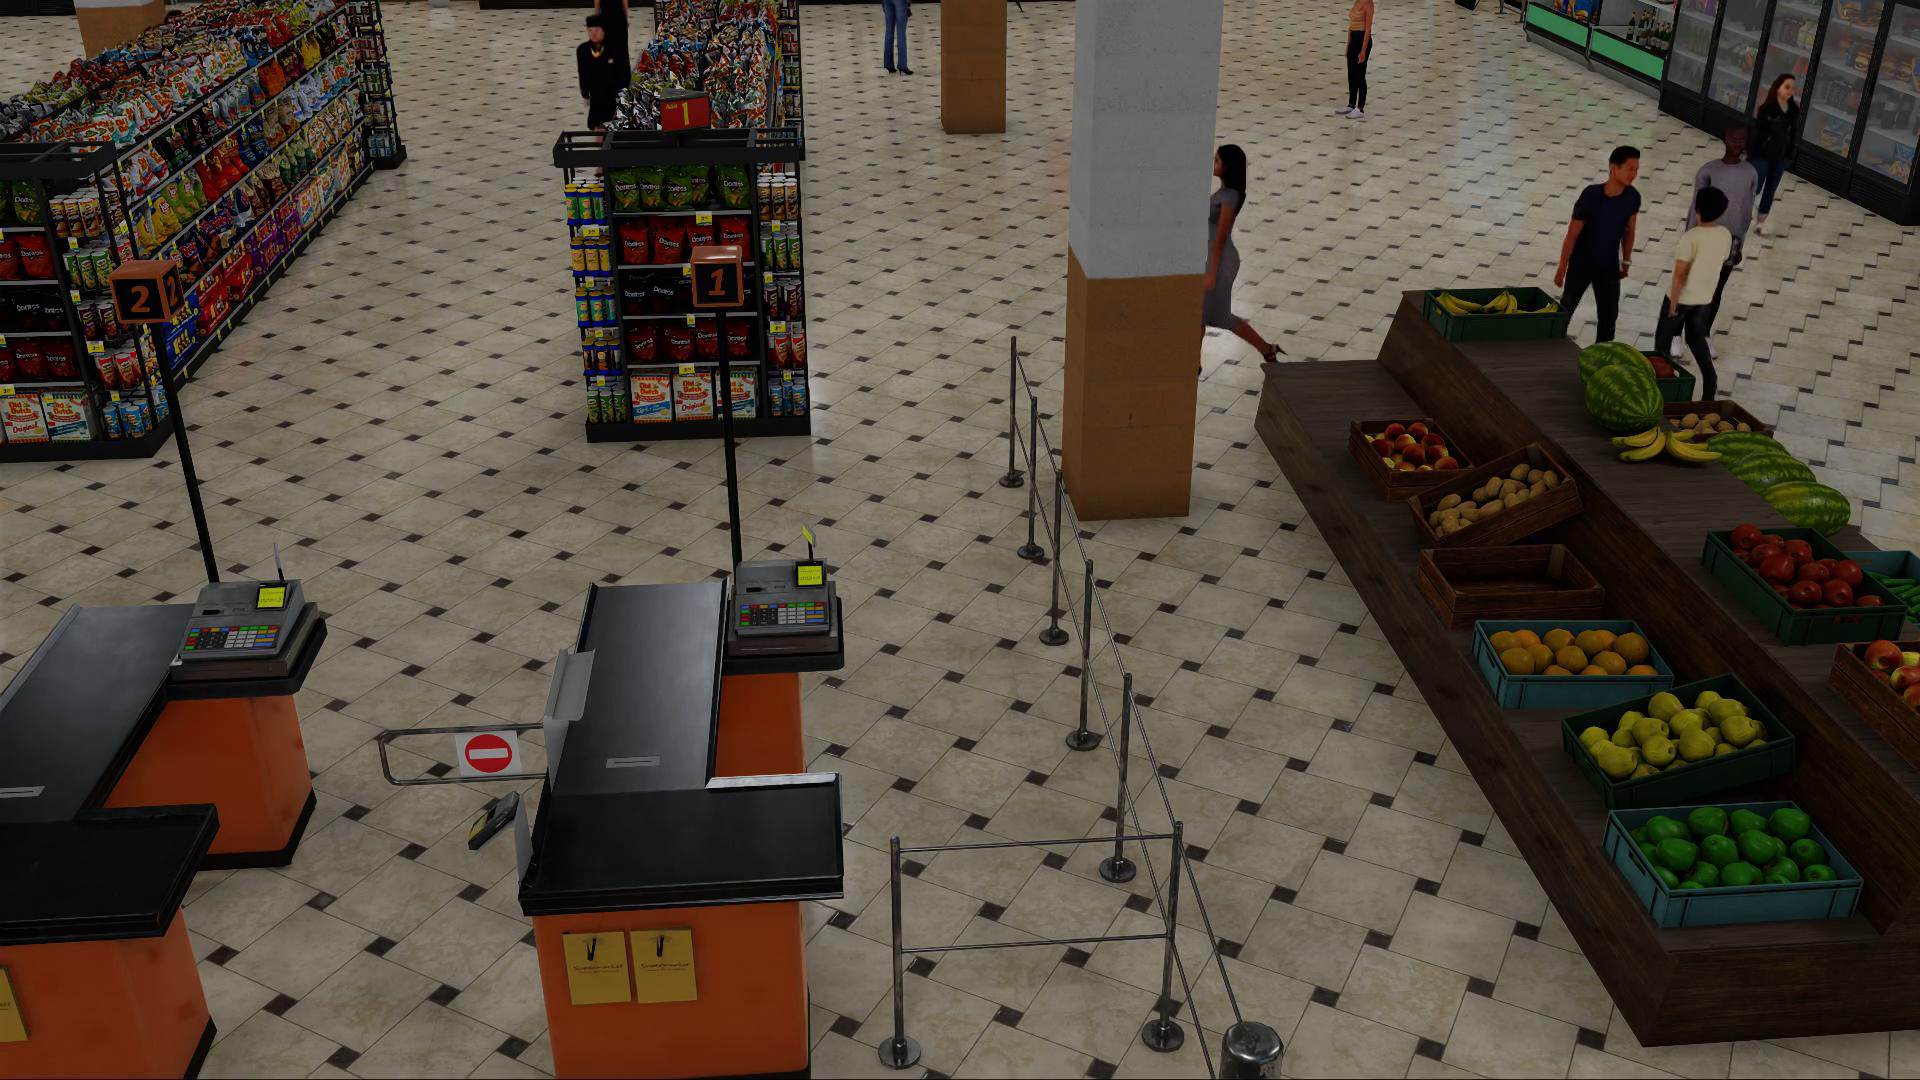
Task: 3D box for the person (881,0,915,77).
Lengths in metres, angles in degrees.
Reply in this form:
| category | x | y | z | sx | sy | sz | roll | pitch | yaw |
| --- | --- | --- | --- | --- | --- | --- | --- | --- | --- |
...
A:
| category | x | y | z | sx | sy | sz | roll | pitch | yaw |
| --- | --- | --- | --- | --- | --- | --- | --- | --- | --- |
| person | -0.850 | -7.092 | 22.035 | 0.695 | 1.795 | 0.750 | 20 | 33 | 34 |

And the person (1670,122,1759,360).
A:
| category | x | y | z | sx | sy | sz | roll | pitch | yaw |
| --- | --- | --- | --- | --- | --- | --- | --- | --- | --- |
| person | 5.675 | -2.254 | 12.520 | 0.640 | 1.772 | 0.578 | 1 | 27 | 3 |

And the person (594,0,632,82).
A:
| category | x | y | z | sx | sy | sz | roll | pitch | yaw |
| --- | --- | --- | --- | --- | --- | --- | --- | --- | --- |
| person | -4.463 | -6.614 | 21.402 | 0.608 | 1.516 | 0.584 | -7 | 28 | -13 |

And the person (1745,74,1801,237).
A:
| category | x | y | z | sx | sy | sz | roll | pitch | yaw |
| --- | --- | --- | --- | --- | --- | --- | --- | --- | --- |
| person | 7.527 | -3.603 | 15.513 | 0.563 | 1.471 | 0.787 | -2 | 27 | -4 |

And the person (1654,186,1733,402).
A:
| category | x | y | z | sx | sy | sz | roll | pitch | yaw |
| --- | --- | --- | --- | --- | --- | --- | --- | --- | --- |
| person | 5.116 | -1.652 | 11.557 | 0.669 | 1.569 | 0.931 | -7 | 28 | -14 |

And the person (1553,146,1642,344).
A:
| category | x | y | z | sx | sy | sz | roll | pitch | yaw |
| --- | --- | --- | --- | --- | --- | --- | --- | --- | --- |
| person | 4.564 | -1.997 | 12.048 | 0.740 | 1.741 | 1.011 | 1 | 27 | 2 |

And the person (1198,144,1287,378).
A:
| category | x | y | z | sx | sy | sz | roll | pitch | yaw |
| --- | --- | --- | --- | --- | --- | --- | --- | --- | --- |
| person | 1.946 | -1.903 | 11.848 | 0.753 | 1.754 | 1.019 | 2 | 27 | 3 |

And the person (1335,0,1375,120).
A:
| category | x | y | z | sx | sy | sz | roll | pitch | yaw |
| --- | --- | --- | --- | --- | --- | --- | --- | --- | --- |
| person | 4.755 | -5.870 | 19.811 | 0.657 | 1.627 | 0.484 | -6 | 28 | -13 |

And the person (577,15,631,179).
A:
| category | x | y | z | sx | sy | sz | roll | pitch | yaw |
| --- | --- | --- | --- | --- | --- | --- | --- | --- | --- |
| person | -3.634 | -4.577 | 17.247 | 0.788 | 1.640 | 1.054 | 1 | 27 | 2 |
